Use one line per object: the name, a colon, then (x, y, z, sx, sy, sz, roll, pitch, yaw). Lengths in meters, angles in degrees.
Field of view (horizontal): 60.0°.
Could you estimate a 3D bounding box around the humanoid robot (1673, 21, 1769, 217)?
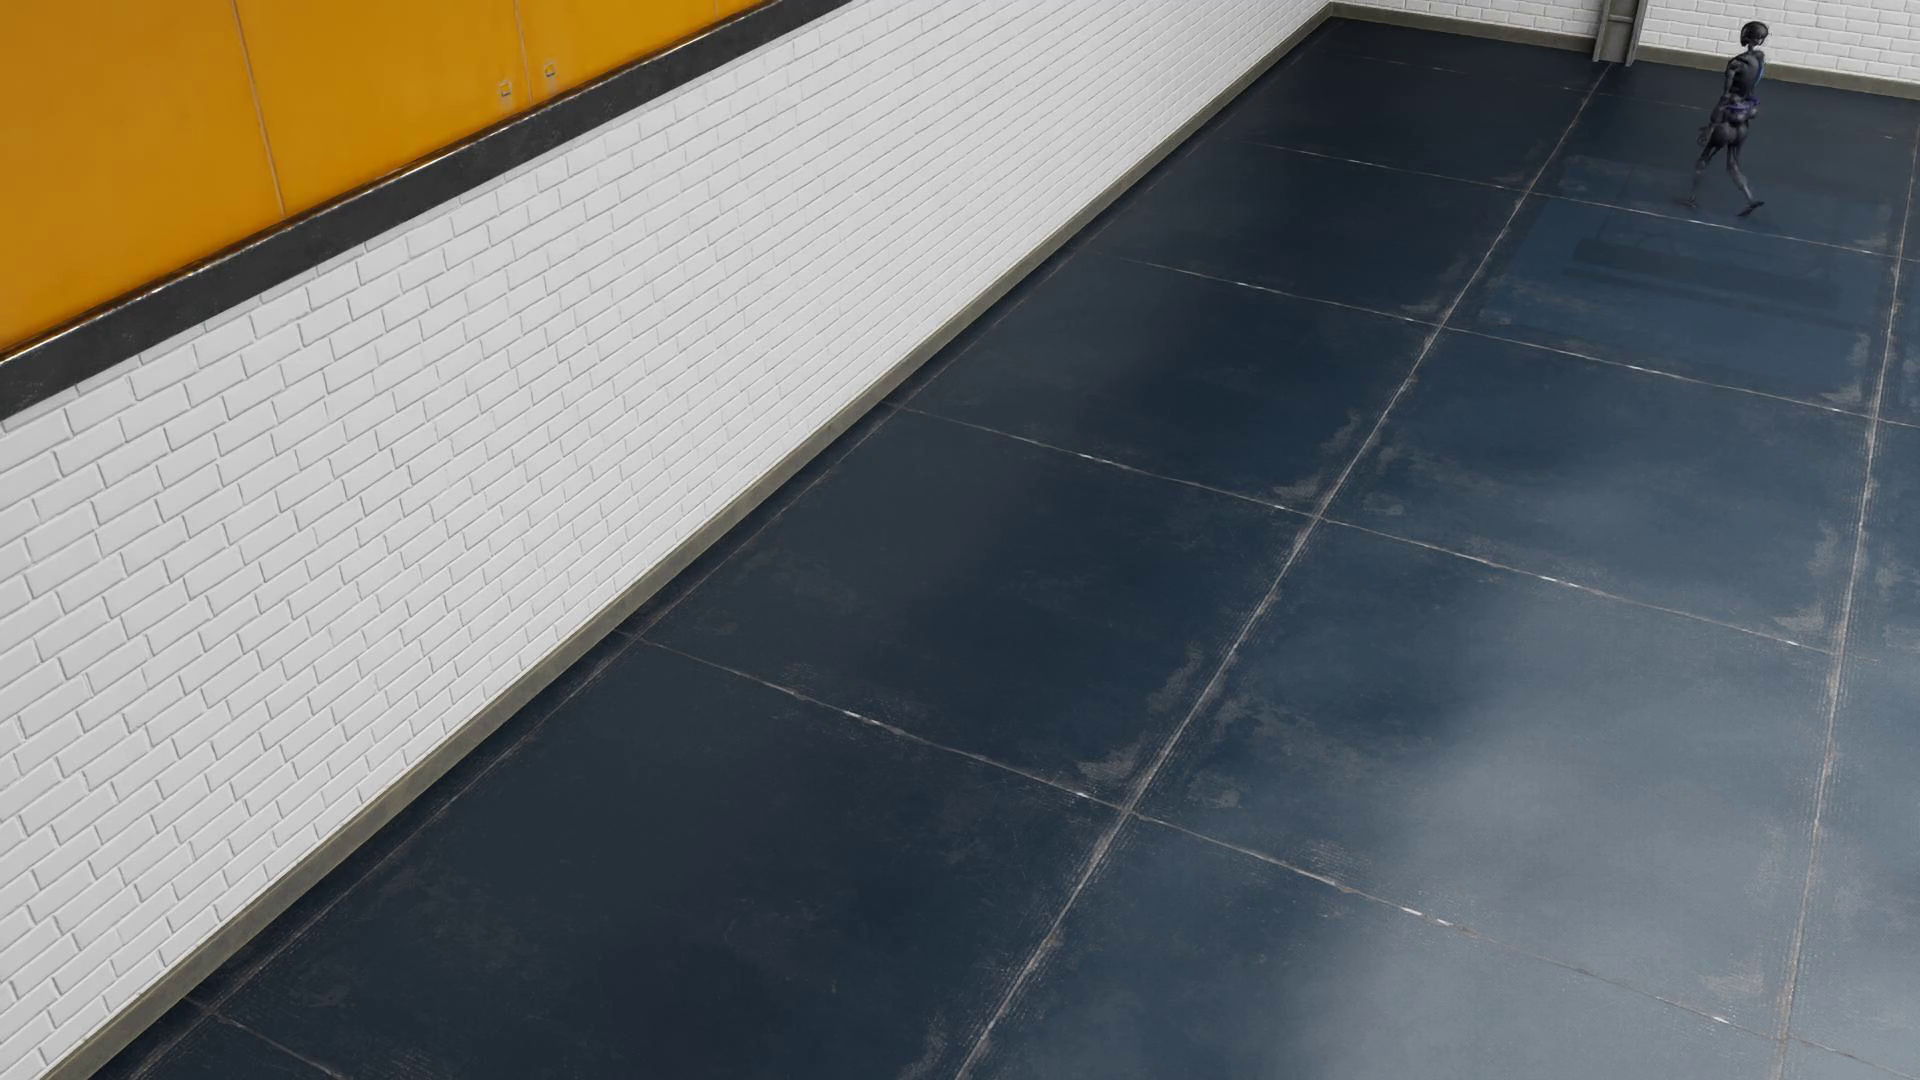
humanoid robot: (6.549, -3.521, 13.985, 0.601, 1.633, 0.724, -25, 41, -32)
